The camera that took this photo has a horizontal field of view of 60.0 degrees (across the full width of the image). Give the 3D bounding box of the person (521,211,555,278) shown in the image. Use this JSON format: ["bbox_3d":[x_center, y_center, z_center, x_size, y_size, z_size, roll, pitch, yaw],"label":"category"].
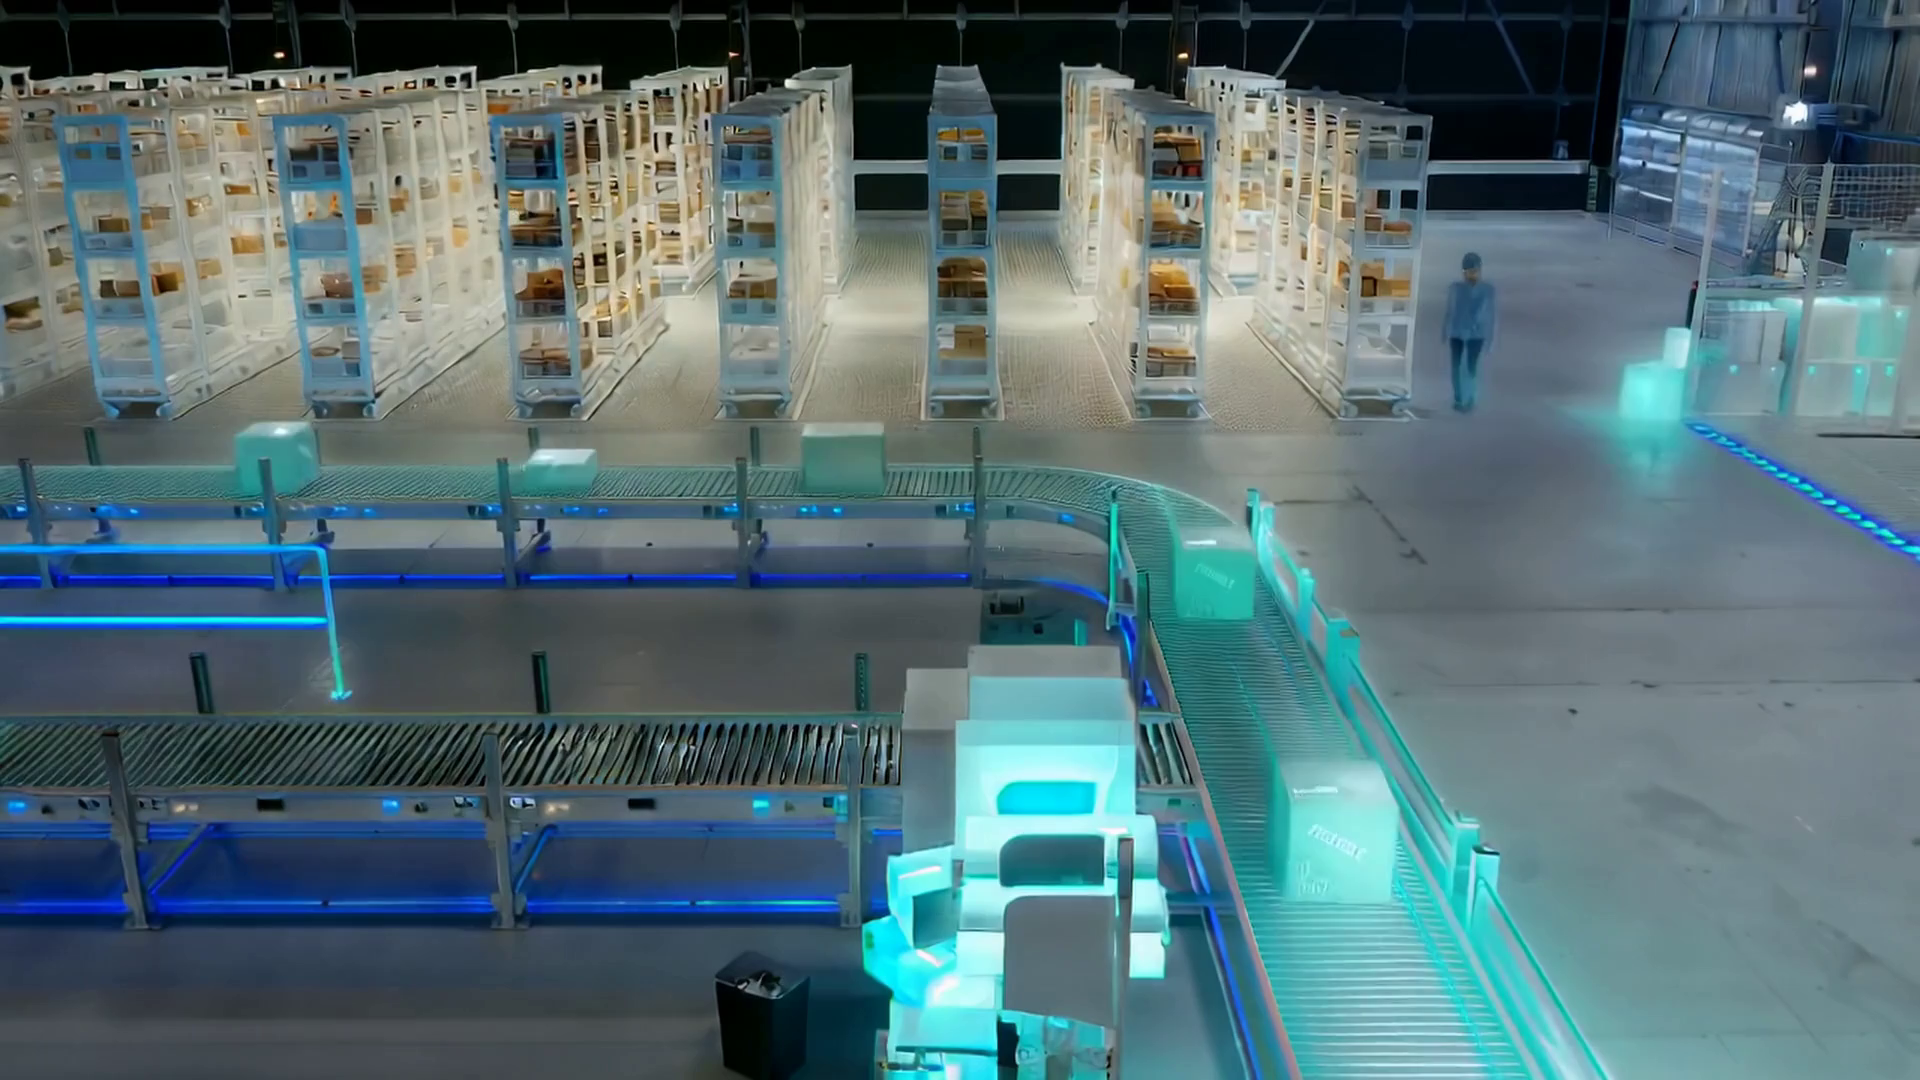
[{"bbox_3d":[-6.520,-4.210,25.743,0.754,1.777,0.657,16,24,40],"label":"person"}]

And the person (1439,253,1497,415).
[{"bbox_3d":[6.092,-2.473,20.058,0.651,1.973,0.525,10,21,29],"label":"person"}]
